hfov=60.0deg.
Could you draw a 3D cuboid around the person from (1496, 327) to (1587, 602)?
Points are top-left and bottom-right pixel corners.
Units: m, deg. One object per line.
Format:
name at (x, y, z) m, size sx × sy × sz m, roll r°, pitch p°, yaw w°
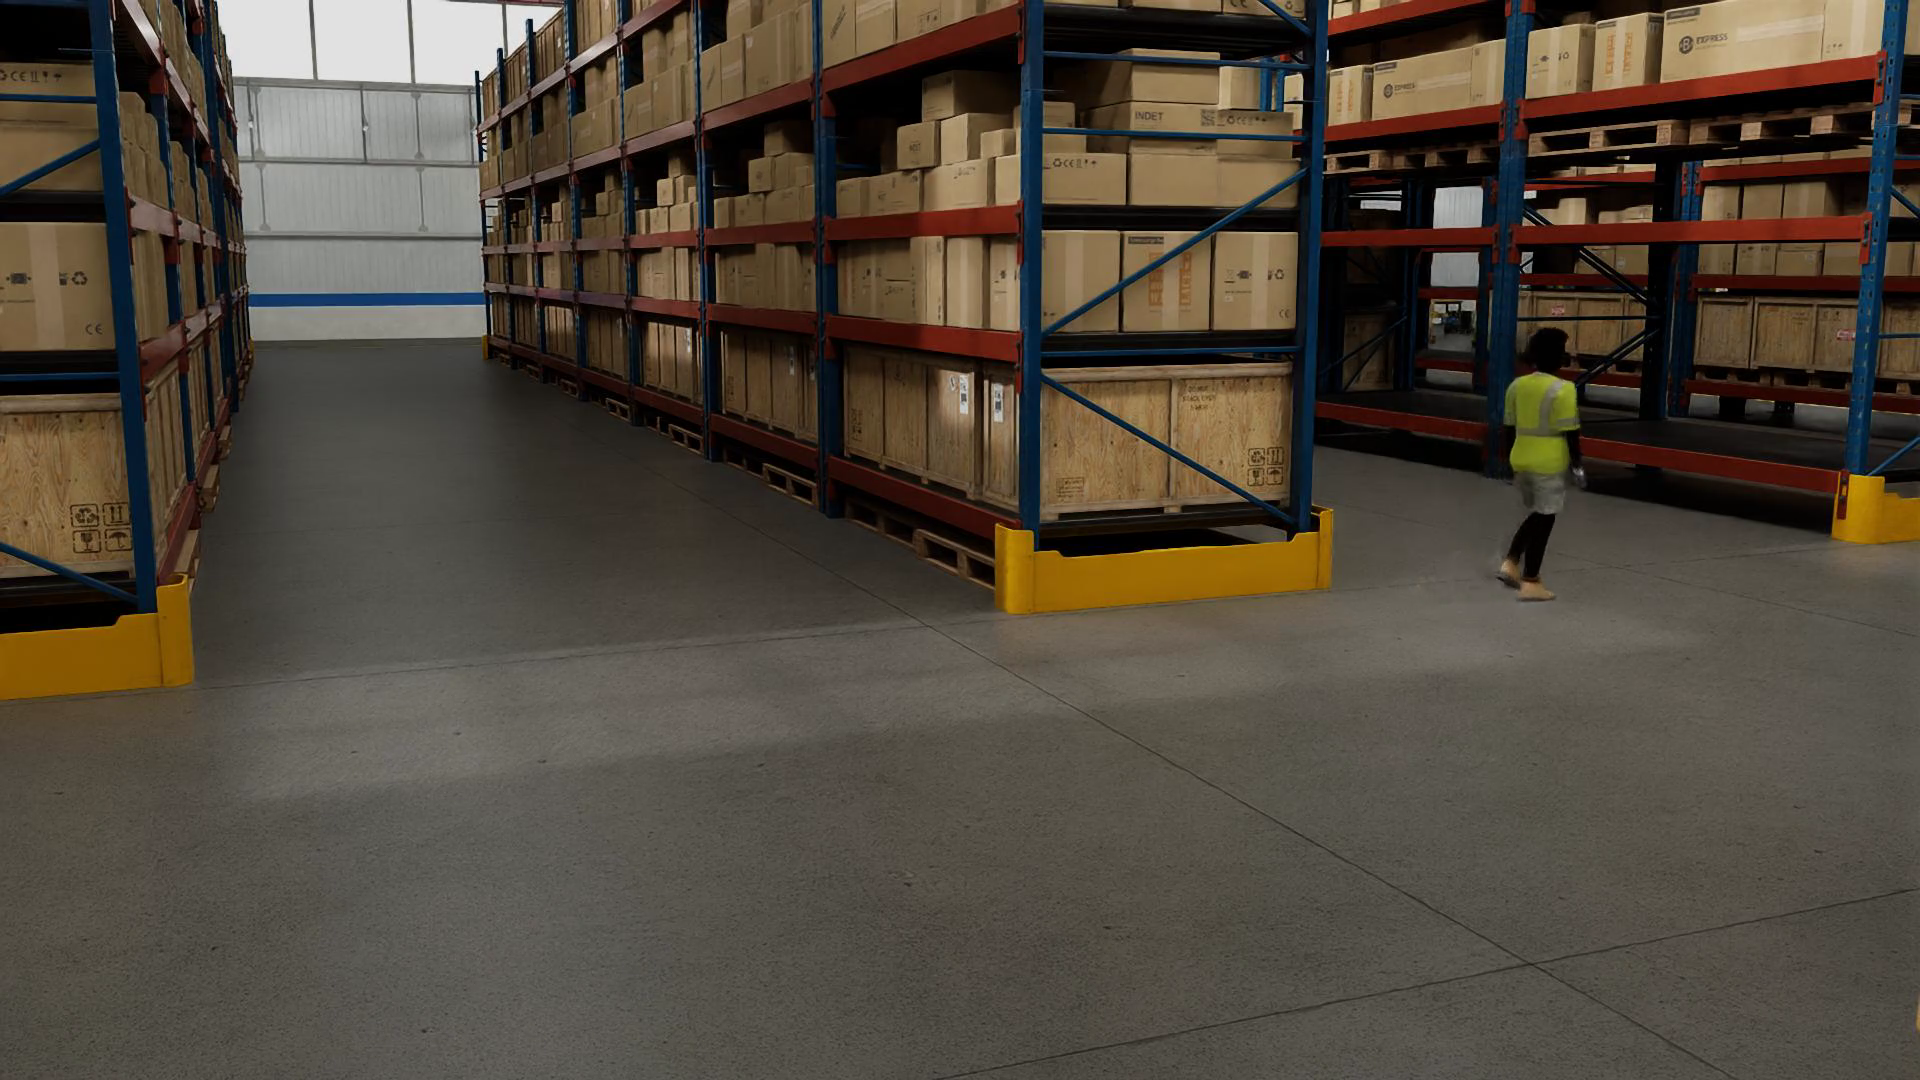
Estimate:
person at (3.559, -0.447, 10.123) m, size 0.369 × 1.684 × 0.538 m, roll -3°, pitch 10°, yaw -18°
